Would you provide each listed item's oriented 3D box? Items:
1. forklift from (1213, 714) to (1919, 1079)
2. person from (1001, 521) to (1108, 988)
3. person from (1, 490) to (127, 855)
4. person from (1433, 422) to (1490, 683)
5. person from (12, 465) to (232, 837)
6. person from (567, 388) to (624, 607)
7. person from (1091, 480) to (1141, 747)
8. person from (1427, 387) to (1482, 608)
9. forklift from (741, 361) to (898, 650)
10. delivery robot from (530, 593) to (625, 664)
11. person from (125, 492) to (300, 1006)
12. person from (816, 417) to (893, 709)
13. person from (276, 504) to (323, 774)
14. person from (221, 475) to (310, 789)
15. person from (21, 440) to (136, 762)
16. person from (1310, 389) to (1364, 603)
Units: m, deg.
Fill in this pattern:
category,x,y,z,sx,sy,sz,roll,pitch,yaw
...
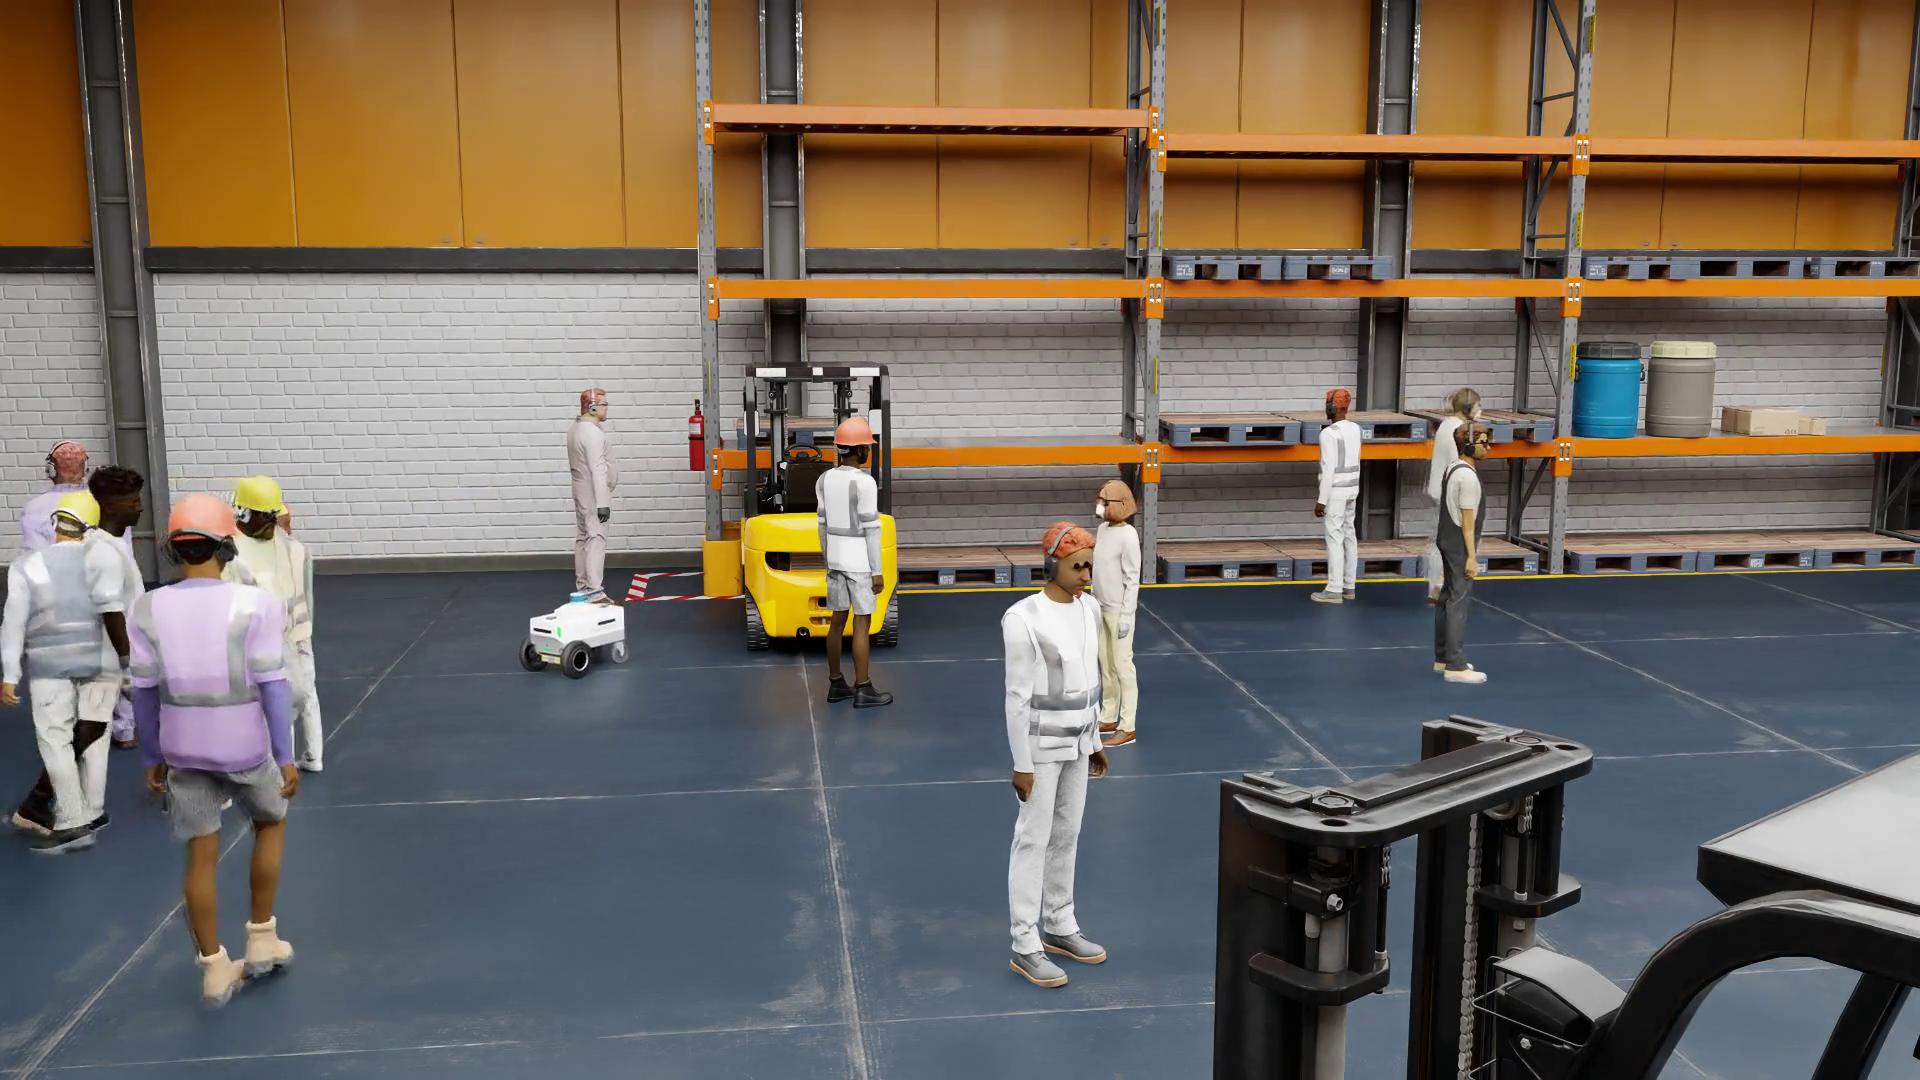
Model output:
category,x,y,z,sx,sy,sz,roll,pitch,yaw
forklift,1.441,1.425,2.350,1.214,2.155,2.313,-7,12,-39
person,0.402,0.859,6.835,0.355,1.887,0.573,7,12,39
person,-4.489,0.656,8.445,0.551,1.787,0.662,9,13,44
person,3.569,0.081,11.820,0.351,1.846,0.507,1,9,3
person,-4.425,0.566,8.598,1.010,1.919,0.623,-4,10,-21
person,-3.146,-0.358,14.374,0.403,1.906,0.651,-5,10,-29
person,0.935,0.442,10.218,0.282,1.636,0.500,-4,10,-21
person,4.240,-0.348,14.271,0.438,1.916,0.630,0,9,0
forklift,-1.154,-0.340,13.365,1.214,2.155,2.313,-1,9,-7
delivery robot,-2.783,0.629,12.129,0.477,0.478,0.707,6,11,32
person,-2.957,0.815,6.684,0.654,2.020,0.647,0,9,-2
person,-0.707,0.150,11.101,0.542,1.939,0.361,8,12,43
person,-3.845,0.571,9.412,0.310,1.636,0.523,3,10,20
person,-3.841,0.529,9.143,0.442,1.805,0.620,3,10,19
person,-5.235,0.360,9.887,0.401,1.910,0.641,6,11,35
person,3.318,-0.385,14.619,0.356,1.881,0.575,9,13,43
